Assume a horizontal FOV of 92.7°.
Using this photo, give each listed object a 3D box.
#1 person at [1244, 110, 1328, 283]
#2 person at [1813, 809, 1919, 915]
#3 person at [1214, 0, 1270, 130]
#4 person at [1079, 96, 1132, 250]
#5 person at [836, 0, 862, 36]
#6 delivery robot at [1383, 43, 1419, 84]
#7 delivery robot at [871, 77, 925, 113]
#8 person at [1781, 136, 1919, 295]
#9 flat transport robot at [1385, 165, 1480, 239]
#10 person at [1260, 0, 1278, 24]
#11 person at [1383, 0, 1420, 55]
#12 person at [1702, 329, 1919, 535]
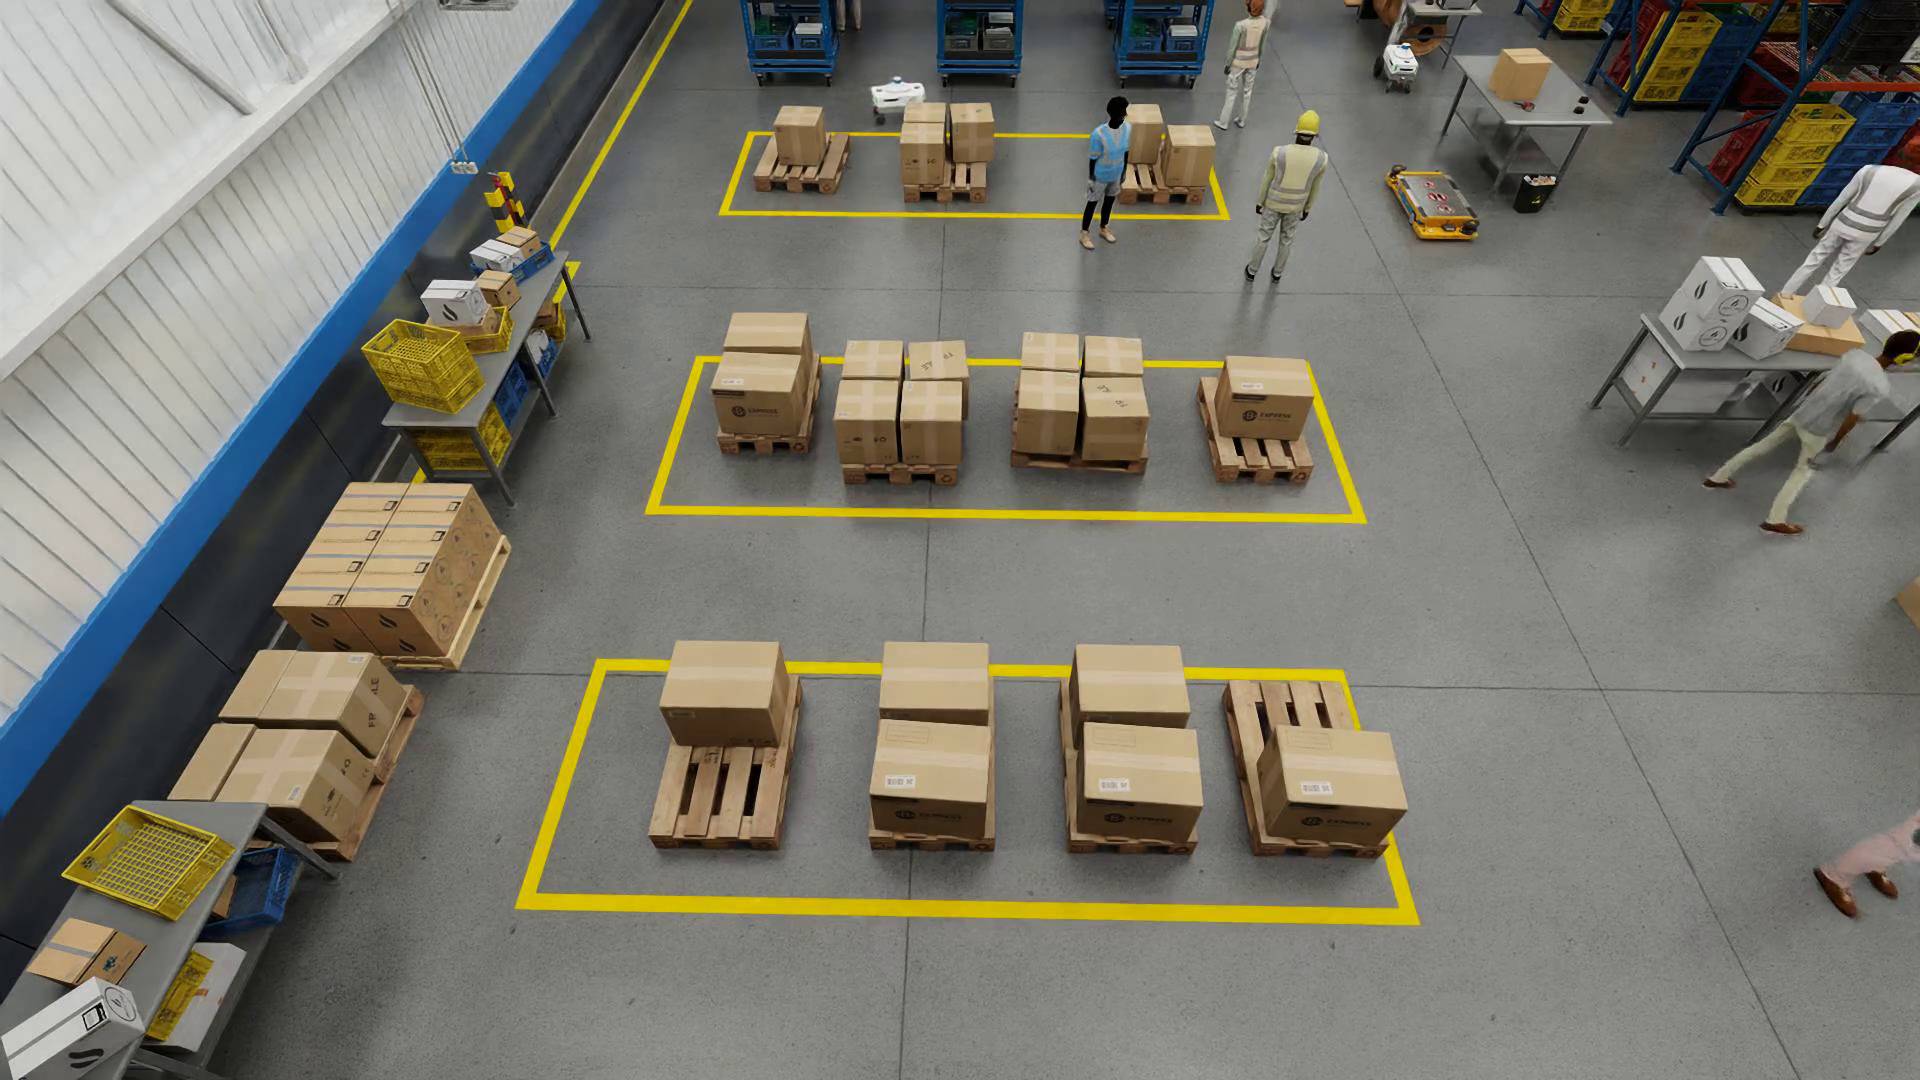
[{"bbox_3d":[3.393,-3.533,9.556,0.586,1.825,0.403,6,49,5],"label":"person"},{"bbox_3d":[5.663,1.552,5.099,0.651,1.904,0.403,-14,51,-12],"label":"person"},{"bbox_3d":[3.719,-6.239,12.022,0.519,1.632,0.315,-12,50,-10],"label":"person"},{"bbox_3d":[1.609,-4.015,10.058,0.533,1.694,0.320,-22,53,-18],"label":"person"},{"bbox_3d":[-1.770,-8.847,14.051,0.623,1.984,0.413,-18,52,-15],"label":"person"},{"bbox_3d":[6.373,-6.919,13.258,0.477,0.478,0.707,4,49,4],"label":"delivery robot"},{"bbox_3d":[-0.844,-6.056,12.511,0.707,0.478,0.477,-8,50,-7],"label":"delivery robot"},{"bbox_3d":[8.879,-3.070,9.123,0.360,1.878,0.579,-33,57,-25],"label":"person"},{"bbox_3d":[5.692,-4.094,11.059,0.652,0.197,1.431,1,49,1],"label":"flat transport robot"},{"bbox_3d":[4.998,-9.188,14.450,0.651,1.815,0.590,-27,54,-21],"label":"person"},{"bbox_3d":[6.578,-7.902,13.271,0.372,1.928,0.628,19,52,16],"label":"person"},{"bbox_3d":[6.815,-0.888,7.265,0.464,1.839,0.658,0,49,0],"label":"person"}]
